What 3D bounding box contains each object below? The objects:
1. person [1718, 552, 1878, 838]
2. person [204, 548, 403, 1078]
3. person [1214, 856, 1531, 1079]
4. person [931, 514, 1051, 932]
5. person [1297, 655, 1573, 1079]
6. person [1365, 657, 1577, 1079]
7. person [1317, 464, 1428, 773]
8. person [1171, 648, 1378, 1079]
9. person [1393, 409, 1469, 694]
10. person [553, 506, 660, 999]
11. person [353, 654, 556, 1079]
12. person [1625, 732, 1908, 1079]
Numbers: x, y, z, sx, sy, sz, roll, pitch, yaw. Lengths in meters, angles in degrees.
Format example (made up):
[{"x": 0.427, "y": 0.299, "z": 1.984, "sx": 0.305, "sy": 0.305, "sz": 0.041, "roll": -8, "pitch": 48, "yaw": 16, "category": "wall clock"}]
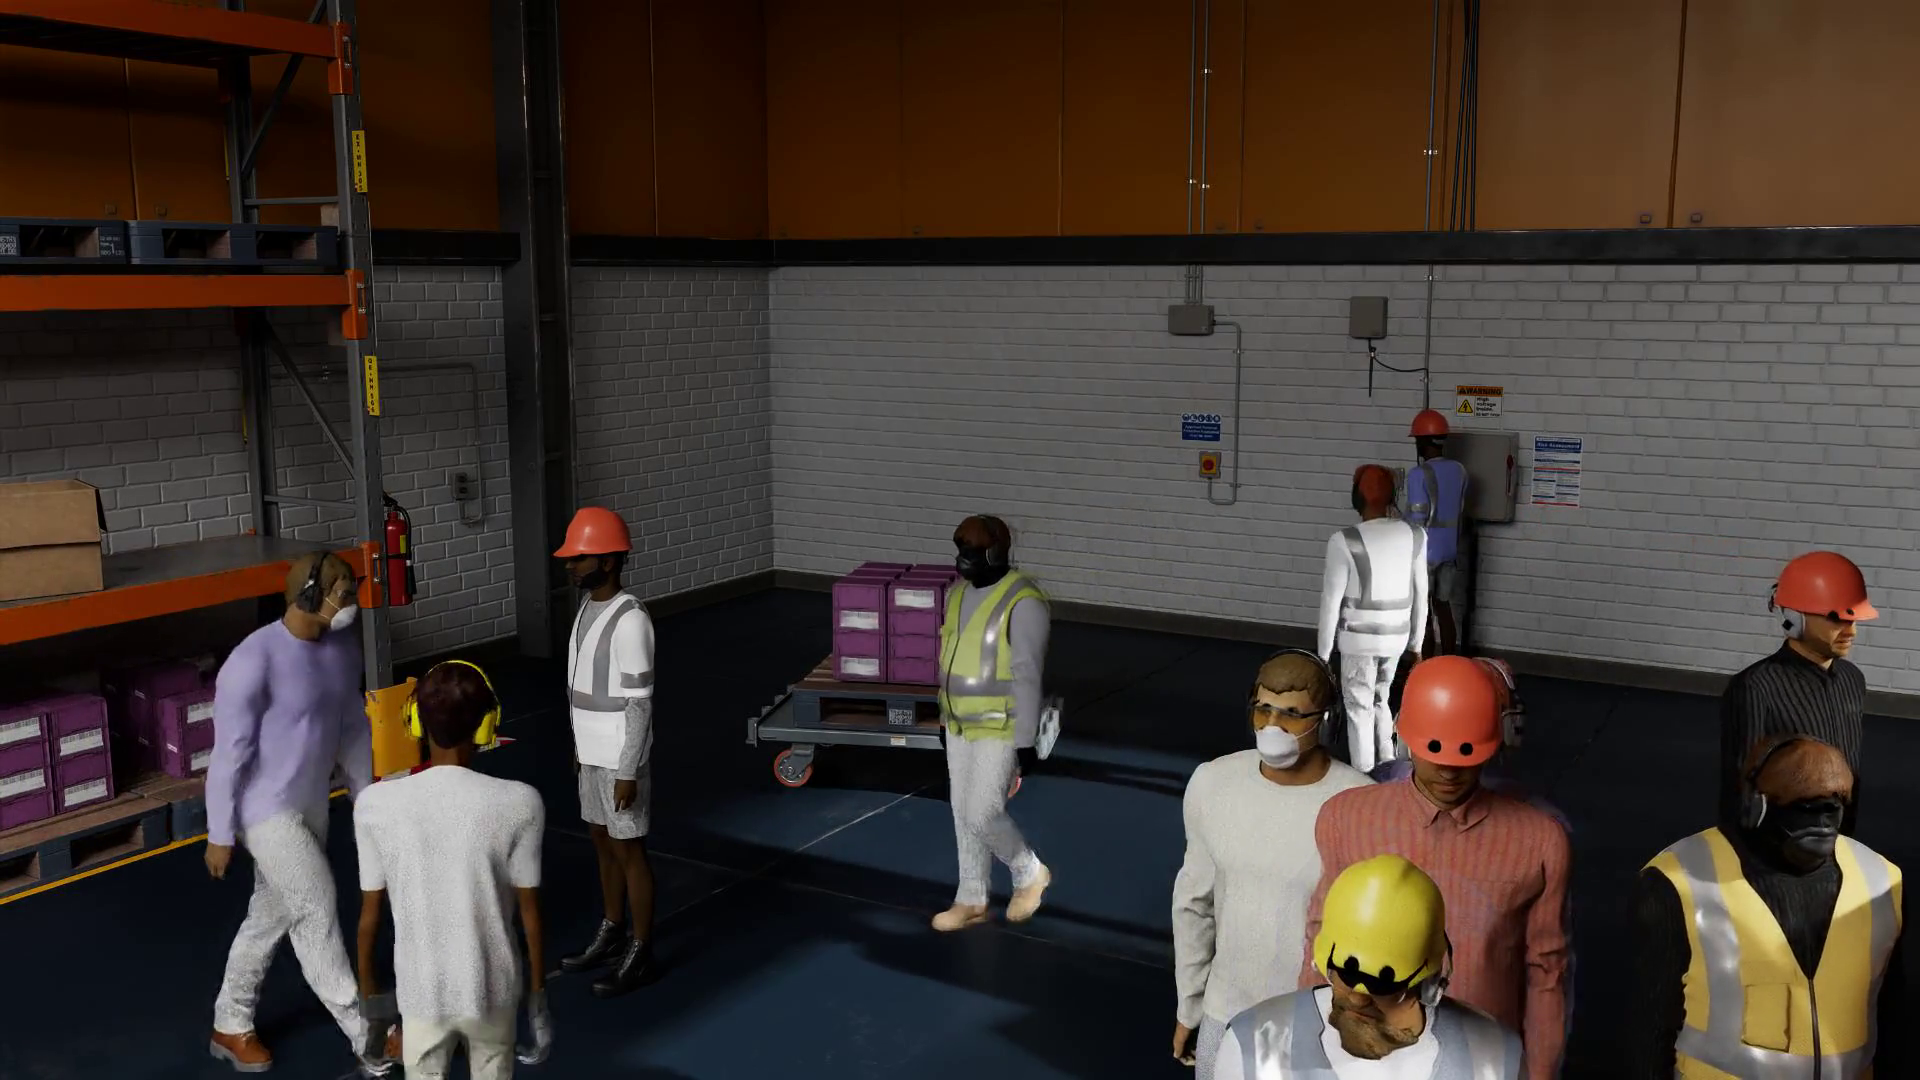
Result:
[{"x": 2.616, "y": 1.016, "z": 5.222, "sx": 0.622, "sy": 1.991, "sz": 0.395, "roll": -5, "pitch": 10, "yaw": -29, "category": "person"}, {"x": -2.290, "y": 0.968, "z": 5.863, "sx": 0.960, "sy": 1.881, "sz": 0.649, "roll": 2, "pitch": 9, "yaw": 12, "category": "person"}, {"x": 0.743, "y": 1.447, "z": 3.058, "sx": 0.601, "sy": 1.824, "sz": 0.403, "roll": 0, "pitch": 9, "yaw": 3, "category": "person"}, {"x": 0.110, "y": 0.795, "z": 7.119, "sx": 0.445, "sy": 1.827, "sz": 0.655, "roll": -6, "pitch": 11, "yaw": -34, "category": "person"}, {"x": 1.094, "y": 1.233, "z": 3.895, "sx": 0.608, "sy": 1.987, "sz": 0.388, "roll": 2, "pitch": 9, "yaw": 13, "category": "person"}, {"x": 1.216, "y": 1.242, "z": 4.204, "sx": 0.556, "sy": 1.879, "sz": 0.655, "roll": -9, "pitch": 13, "yaw": -44, "category": "person"}, {"x": 2.100, "y": 0.539, "z": 8.570, "sx": 0.602, "sy": 1.872, "sz": 0.413, "roll": -3, "pitch": 10, "yaw": -21, "category": "person"}, {"x": 0.801, "y": 1.219, "z": 4.131, "sx": 0.630, "sy": 1.940, "sz": 0.372, "roll": 7, "pitch": 11, "yaw": 35, "category": "person"}, {"x": 3.143, "y": 0.090, "z": 11.192, "sx": 0.552, "sy": 1.932, "sz": 0.377, "roll": -7, "pitch": 11, "yaw": -37, "category": "person"}, {"x": -1.399, "y": 0.827, "z": 6.577, "sx": 0.354, "sy": 1.939, "sz": 0.544, "roll": -6, "pitch": 11, "yaw": -35, "category": "person"}, {"x": -1.329, "y": 1.241, "z": 4.335, "sx": 0.515, "sy": 1.839, "sz": 0.654, "roll": -1, "pitch": 9, "yaw": -8, "category": "person"}, {"x": 1.834, "y": 1.327, "z": 3.810, "sx": 0.621, "sy": 1.835, "sz": 0.430, "roll": 0, "pitch": 9, "yaw": -1, "category": "person"}]
